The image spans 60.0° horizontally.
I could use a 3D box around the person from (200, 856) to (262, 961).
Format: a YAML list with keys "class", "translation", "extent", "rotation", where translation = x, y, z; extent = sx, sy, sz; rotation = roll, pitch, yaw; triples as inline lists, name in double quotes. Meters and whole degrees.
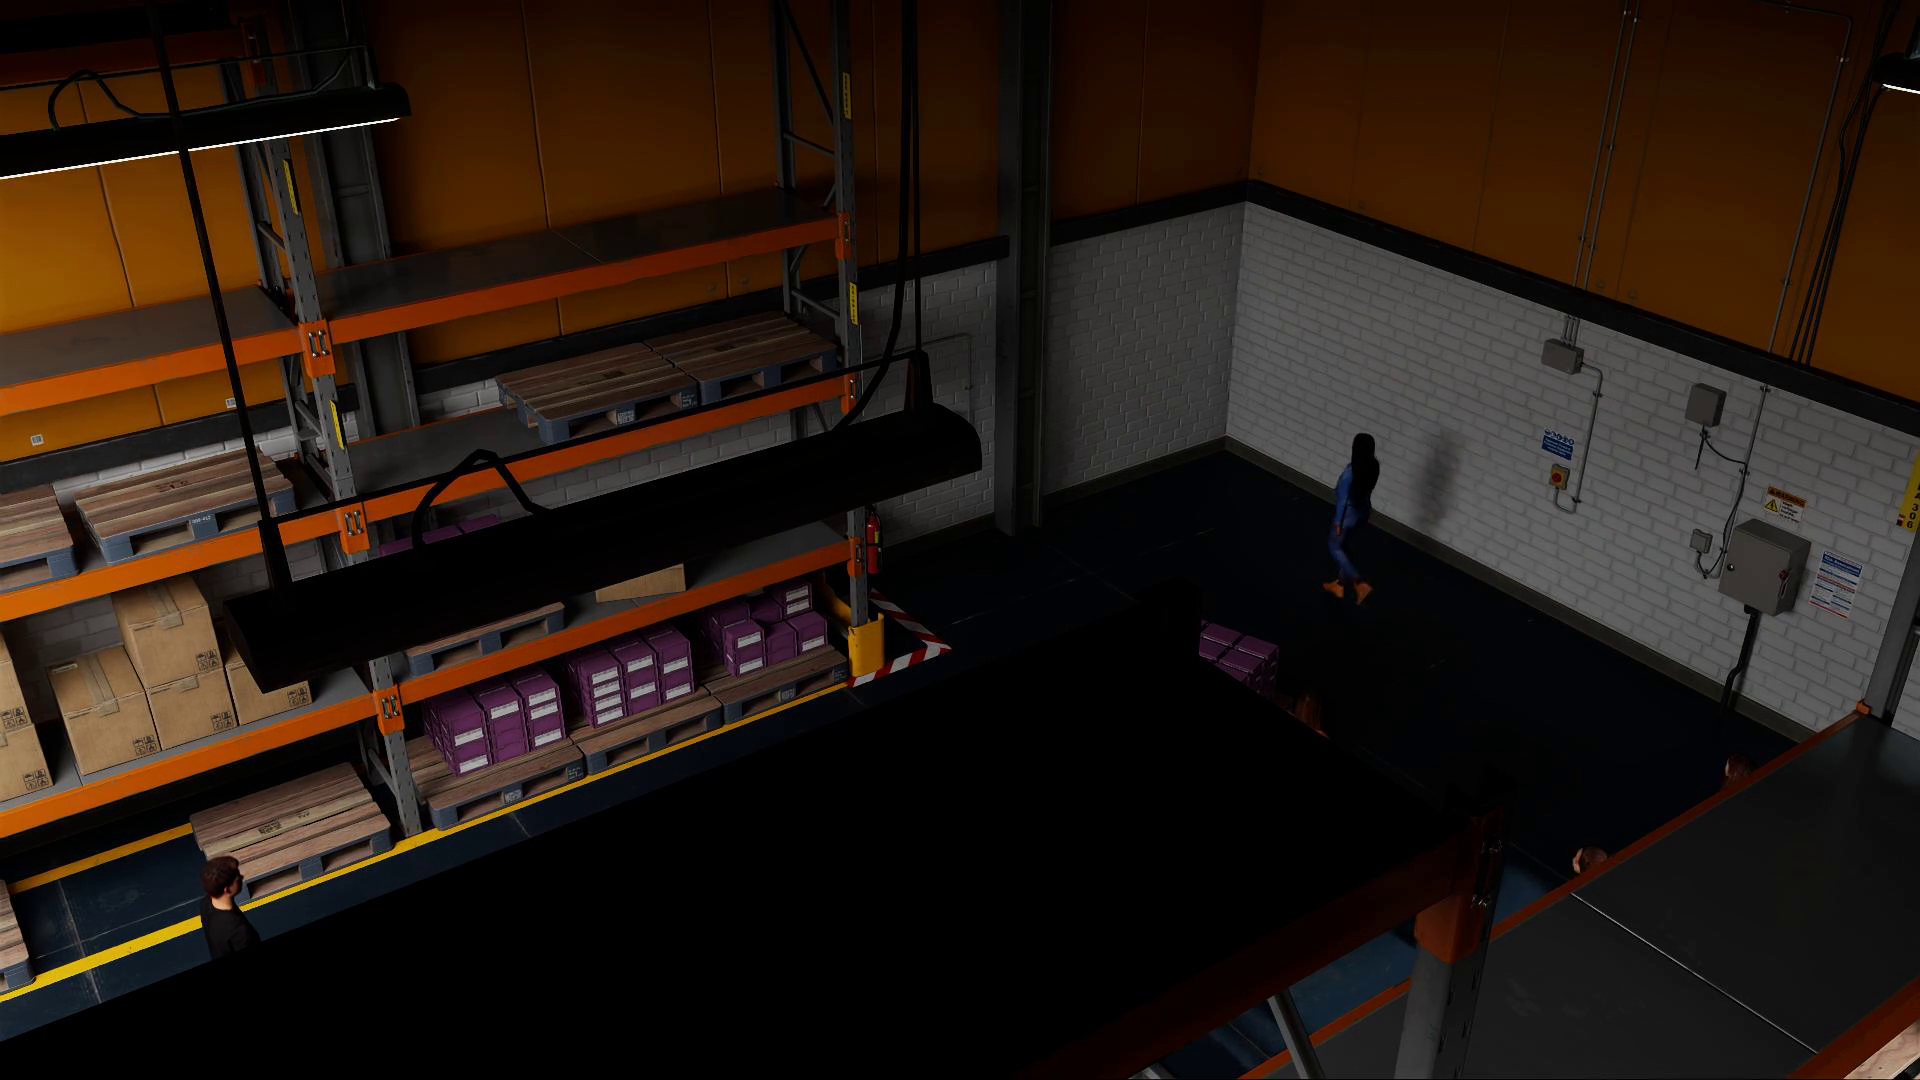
- class: "person"
  translation: [-4.255, 2.645, 9.844]
  extent: [0.700, 1.858, 0.638]
  rotation: [24, 36, 36]

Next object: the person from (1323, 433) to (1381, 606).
- class: "person"
  translation: [3.631, -0.156, 15.147]
  extent: [0.811, 1.696, 0.660]
  rotation: [-18, 33, -29]

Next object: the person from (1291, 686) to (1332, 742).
- class: "person"
  translation: [2.376, 1.751, 11.646]
  extent: [0.570, 1.702, 0.632]
  rotation: [-22, 35, -34]
